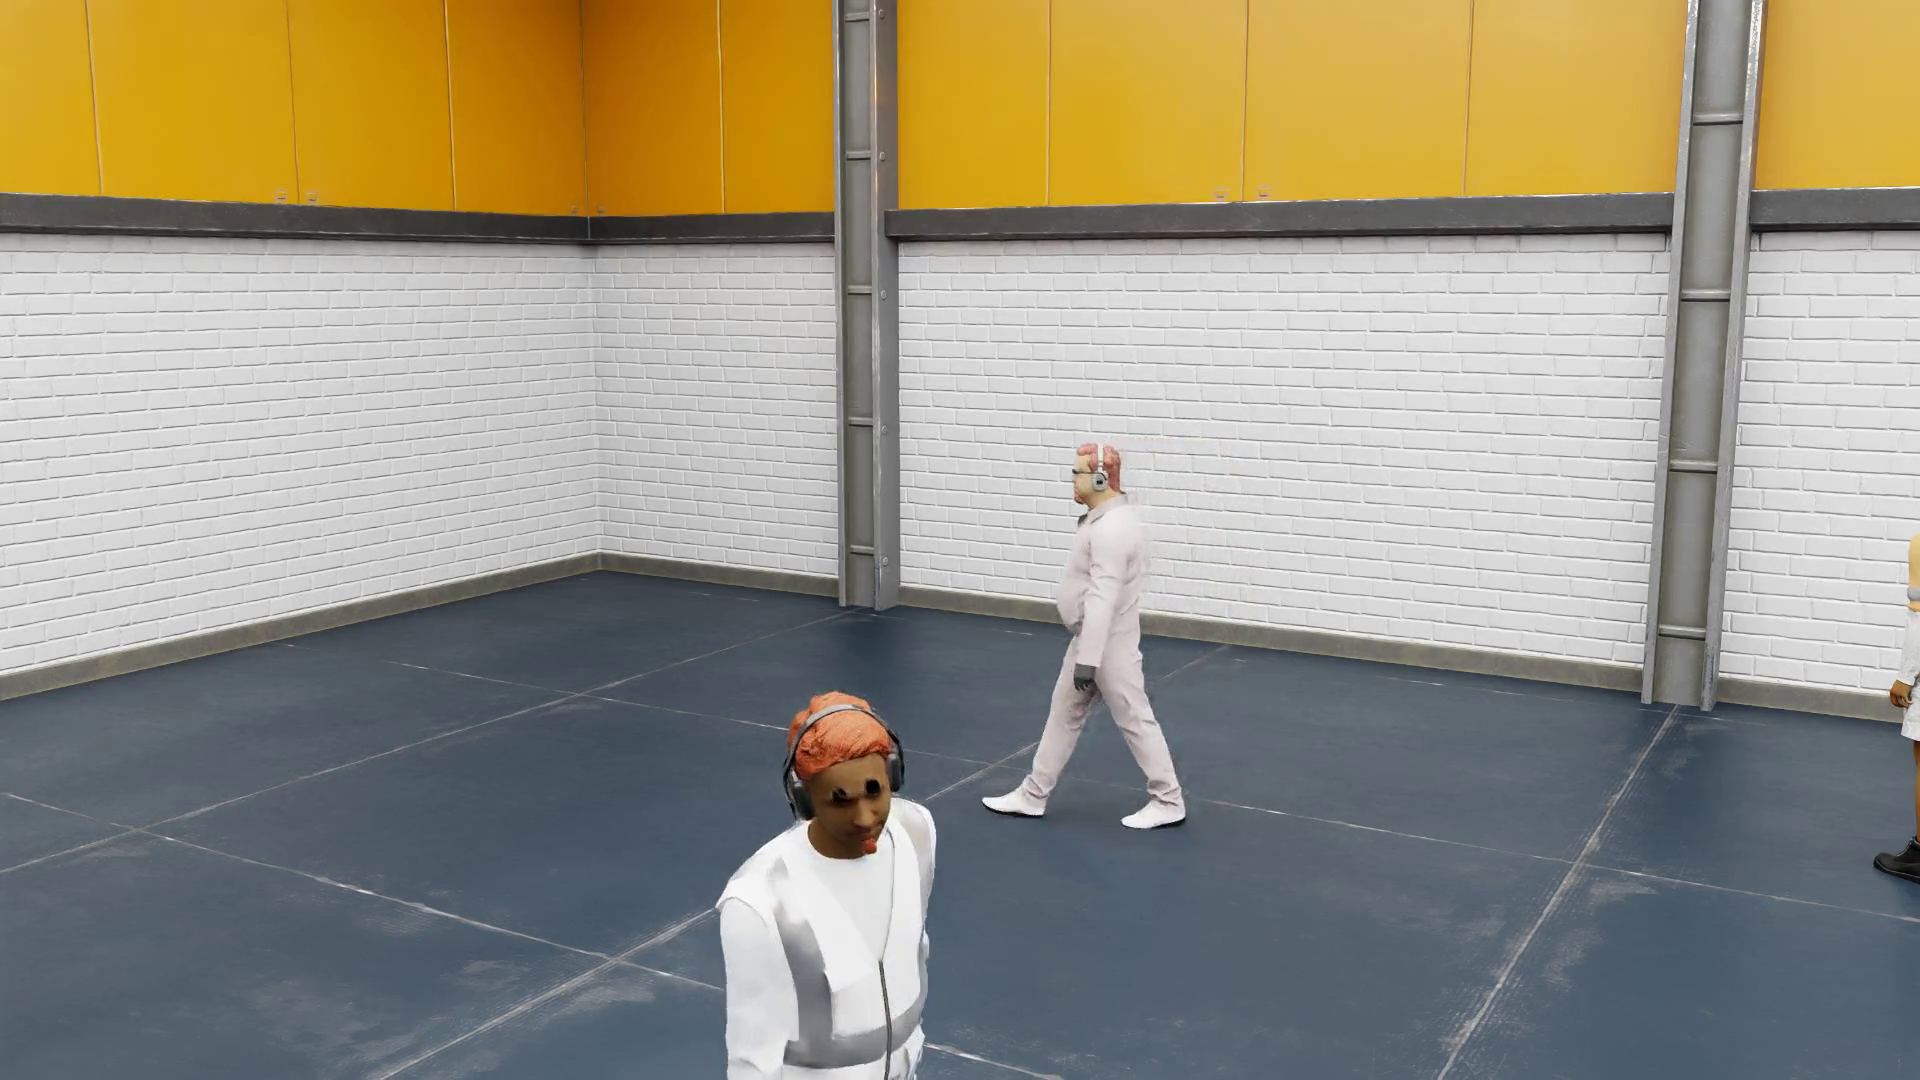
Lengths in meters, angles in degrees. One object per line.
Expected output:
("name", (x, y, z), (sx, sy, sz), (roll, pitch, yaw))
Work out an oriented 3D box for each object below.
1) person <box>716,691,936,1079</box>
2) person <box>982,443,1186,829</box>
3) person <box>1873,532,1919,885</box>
("person", (-0.274, 1.182, 3.436), (0.537, 1.846, 0.611), (9, 13, 44))
("person", (0.632, 0.466, 7.895), (0.986, 1.851, 0.664), (0, 9, 1))
("person", (4.286, 0.534, 7.202), (0.545, 1.940, 0.352), (-2, 9, -13))
